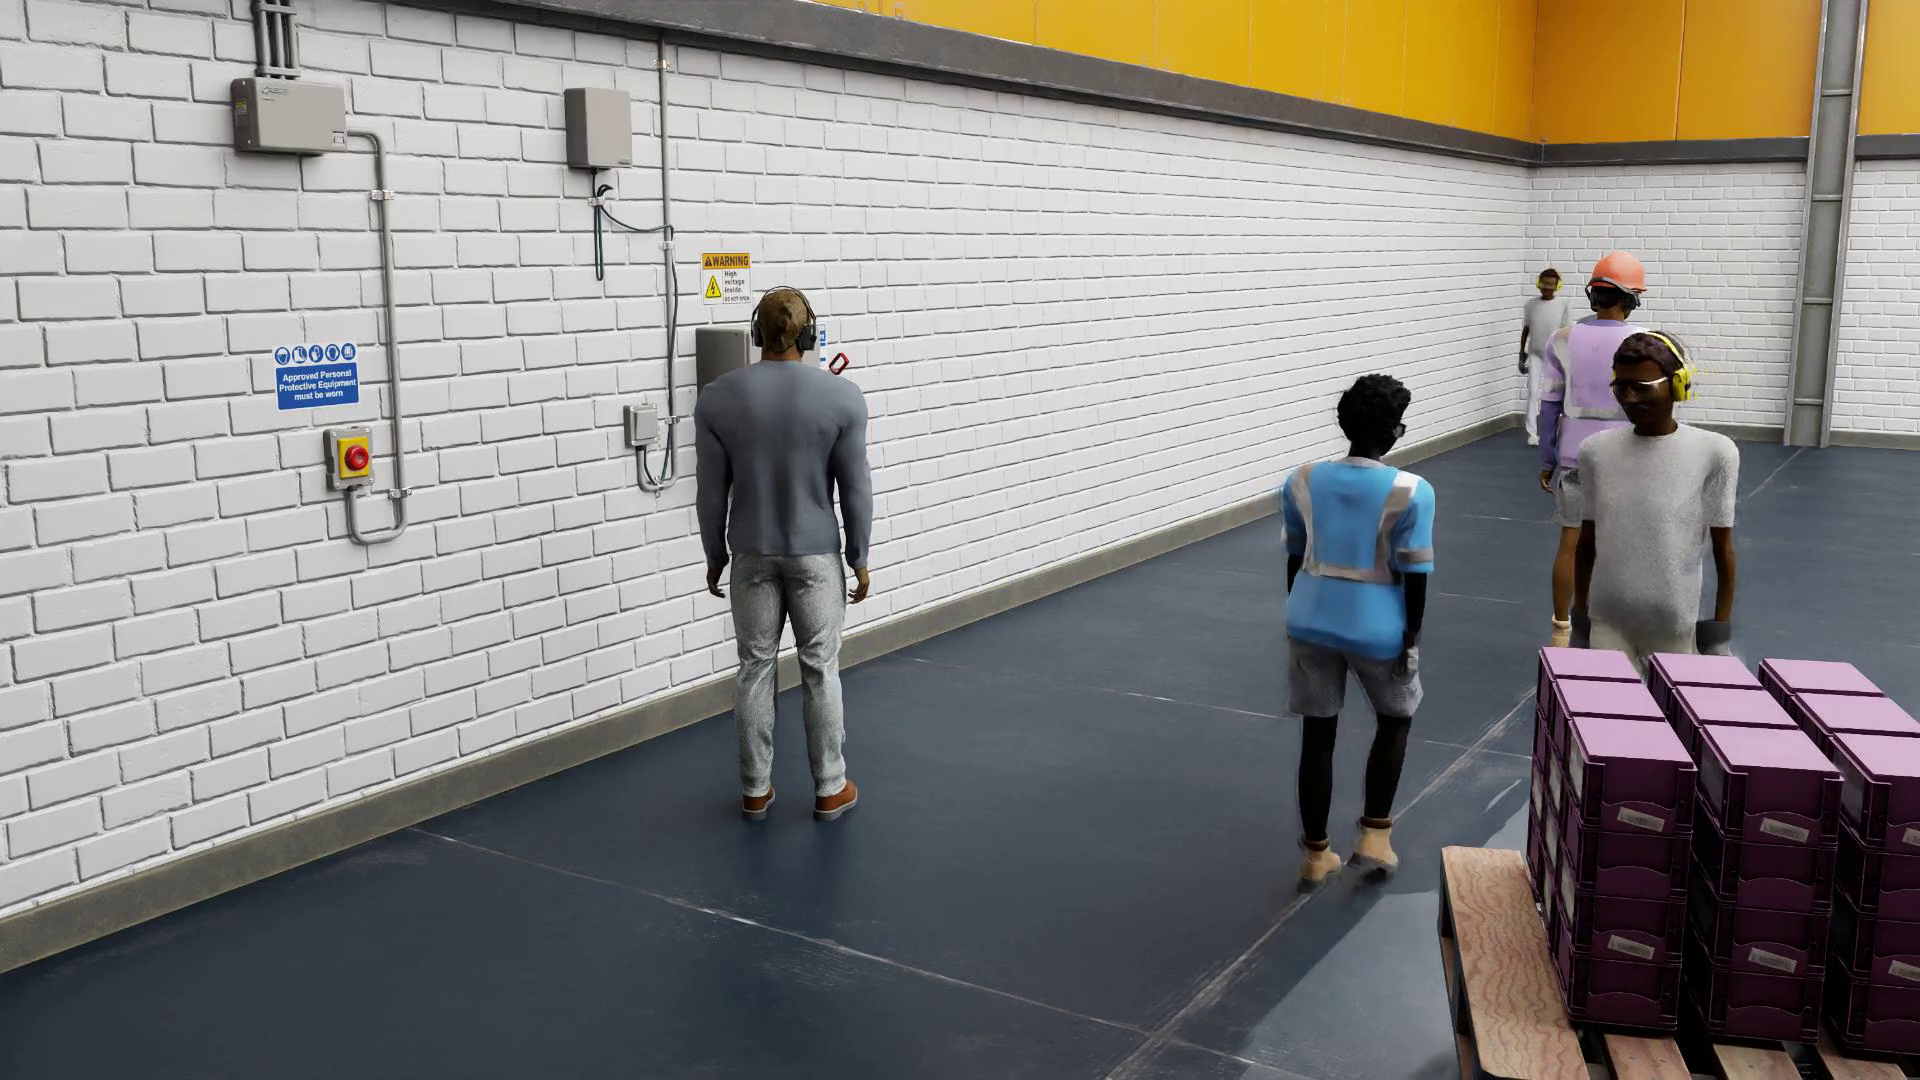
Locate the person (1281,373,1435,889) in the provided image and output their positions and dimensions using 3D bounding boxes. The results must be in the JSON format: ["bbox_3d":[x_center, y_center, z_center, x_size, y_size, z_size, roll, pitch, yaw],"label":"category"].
[{"bbox_3d":[1.283,0.299,5.408,0.541,1.676,0.475,6,12,30],"label":"person"}]

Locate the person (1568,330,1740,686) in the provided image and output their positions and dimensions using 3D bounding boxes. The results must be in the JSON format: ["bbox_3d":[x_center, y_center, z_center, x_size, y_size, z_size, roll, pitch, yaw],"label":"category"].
[{"bbox_3d":[2.190,0.258,5.249,0.530,1.836,0.758,8,13,39],"label":"person"}]

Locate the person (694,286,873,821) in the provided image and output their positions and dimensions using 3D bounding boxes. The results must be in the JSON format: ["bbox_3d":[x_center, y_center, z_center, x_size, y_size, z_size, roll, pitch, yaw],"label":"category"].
[{"bbox_3d":[-0.627,0.061,6.012,0.635,1.937,0.353,1,10,4],"label":"person"}]

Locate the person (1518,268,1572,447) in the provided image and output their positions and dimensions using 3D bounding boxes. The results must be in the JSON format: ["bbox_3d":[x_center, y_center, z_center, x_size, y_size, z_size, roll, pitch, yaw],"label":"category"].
[{"bbox_3d":[6.038,-1.892,17.185,0.505,1.826,0.897,5,11,26],"label":"person"}]

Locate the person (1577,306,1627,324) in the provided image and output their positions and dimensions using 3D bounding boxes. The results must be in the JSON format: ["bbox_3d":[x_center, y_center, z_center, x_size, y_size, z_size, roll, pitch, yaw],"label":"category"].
[{"bbox_3d":[6.288,-1.651,16.342,0.499,1.634,0.285,8,13,39],"label":"person"}]

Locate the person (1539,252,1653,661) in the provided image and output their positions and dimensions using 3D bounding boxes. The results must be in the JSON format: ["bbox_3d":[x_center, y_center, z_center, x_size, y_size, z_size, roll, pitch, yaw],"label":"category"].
[{"bbox_3d":[3.206,-0.403,8.293,0.616,2.041,0.382,9,13,40],"label":"person"}]
